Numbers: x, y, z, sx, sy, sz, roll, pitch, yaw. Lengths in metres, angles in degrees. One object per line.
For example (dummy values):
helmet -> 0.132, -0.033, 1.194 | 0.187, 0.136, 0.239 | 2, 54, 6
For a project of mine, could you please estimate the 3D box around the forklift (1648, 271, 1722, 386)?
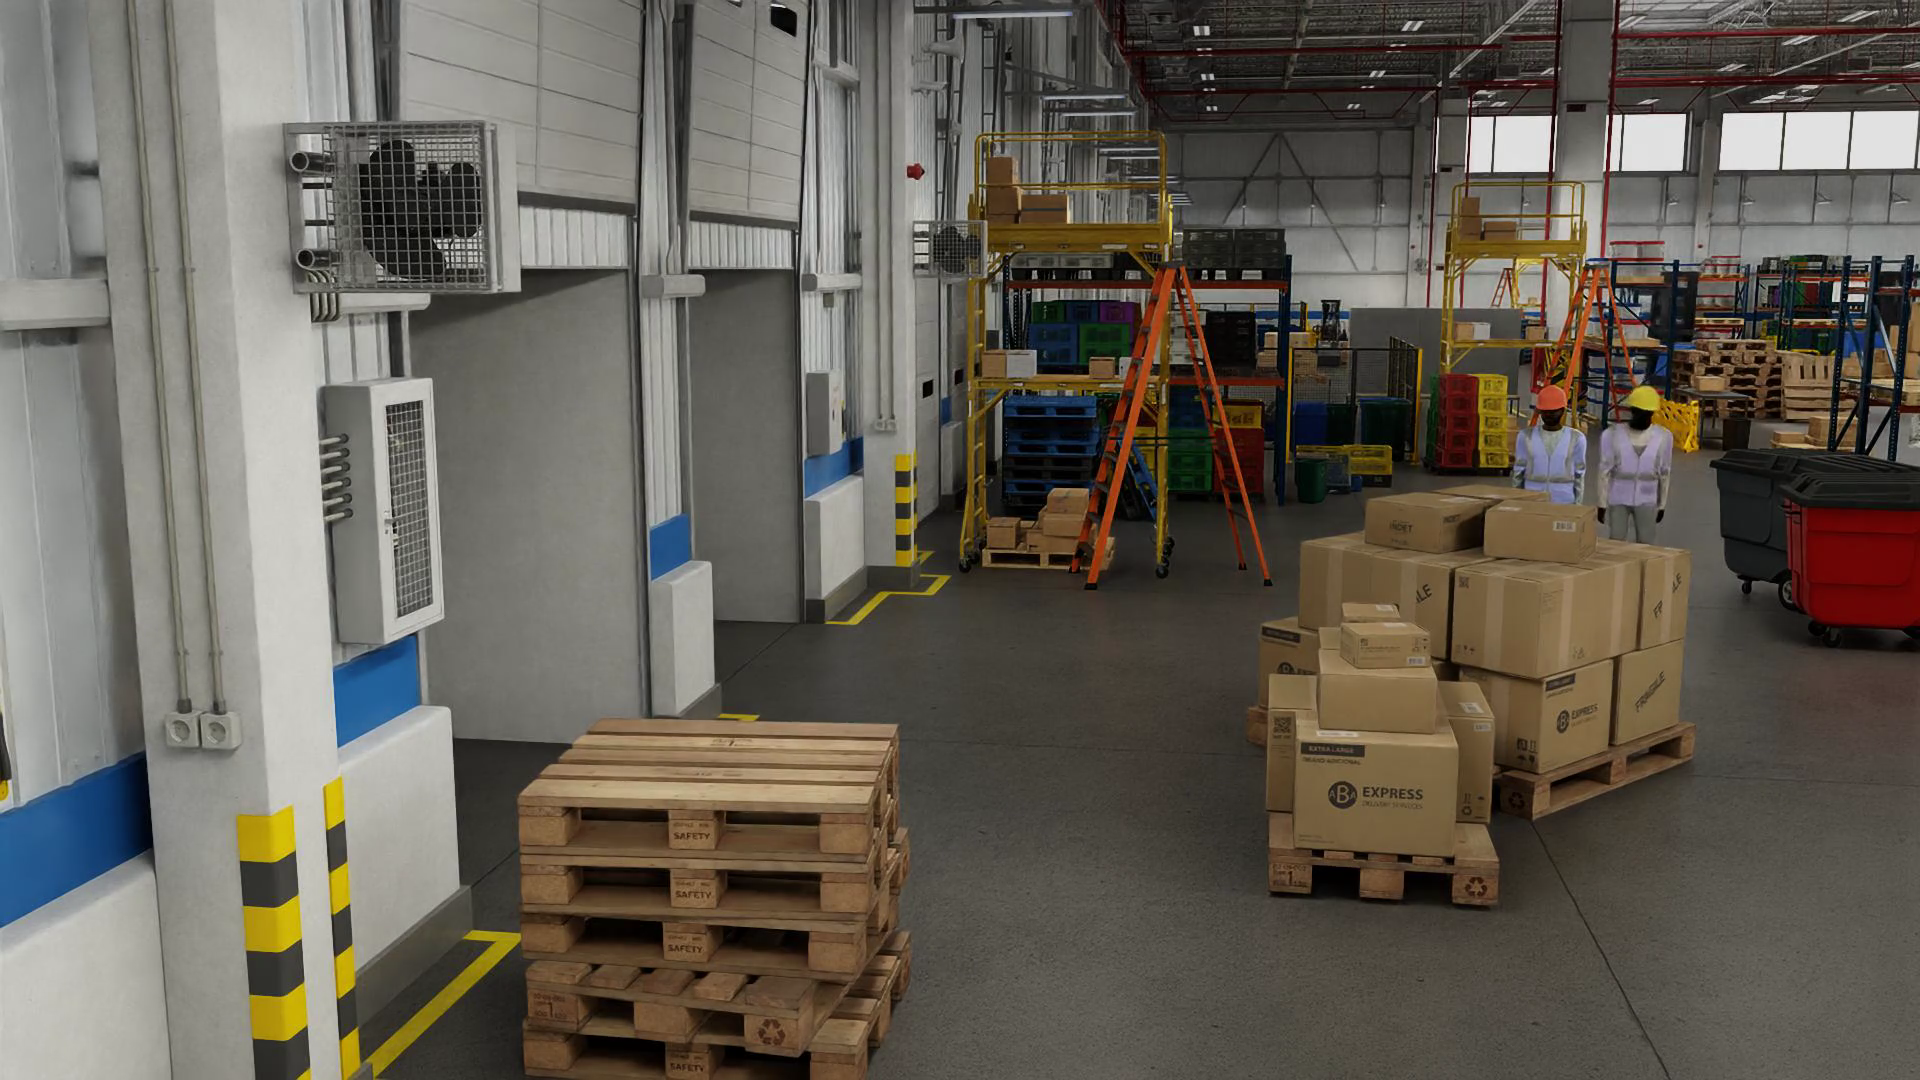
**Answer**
forklift -> 17.345, -5.090, 40.156 | 1.129, 2.768, 1.873 | -4, 10, -24

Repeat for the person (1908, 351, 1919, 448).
person -> 15.500, -2.340, 26.732 | 0.335, 1.734, 0.487 | 5, 10, 28

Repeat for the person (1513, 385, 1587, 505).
person -> 4.725, -0.278, 13.384 | 0.551, 1.934, 0.373 | 4, 10, 22

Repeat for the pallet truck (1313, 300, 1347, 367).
pallet truck -> 11.159, -6.200, 49.718 | 0.823, 1.965, 1.885 | 4, 10, 26

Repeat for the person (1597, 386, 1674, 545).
person -> 5.573, -0.320, 13.756 | 0.598, 1.898, 0.715 | 2, 9, 14

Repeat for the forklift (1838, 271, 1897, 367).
forklift -> 26.450, -6.326, 47.781 | 1.873, 2.768, 1.129 | 2, 9, 9
